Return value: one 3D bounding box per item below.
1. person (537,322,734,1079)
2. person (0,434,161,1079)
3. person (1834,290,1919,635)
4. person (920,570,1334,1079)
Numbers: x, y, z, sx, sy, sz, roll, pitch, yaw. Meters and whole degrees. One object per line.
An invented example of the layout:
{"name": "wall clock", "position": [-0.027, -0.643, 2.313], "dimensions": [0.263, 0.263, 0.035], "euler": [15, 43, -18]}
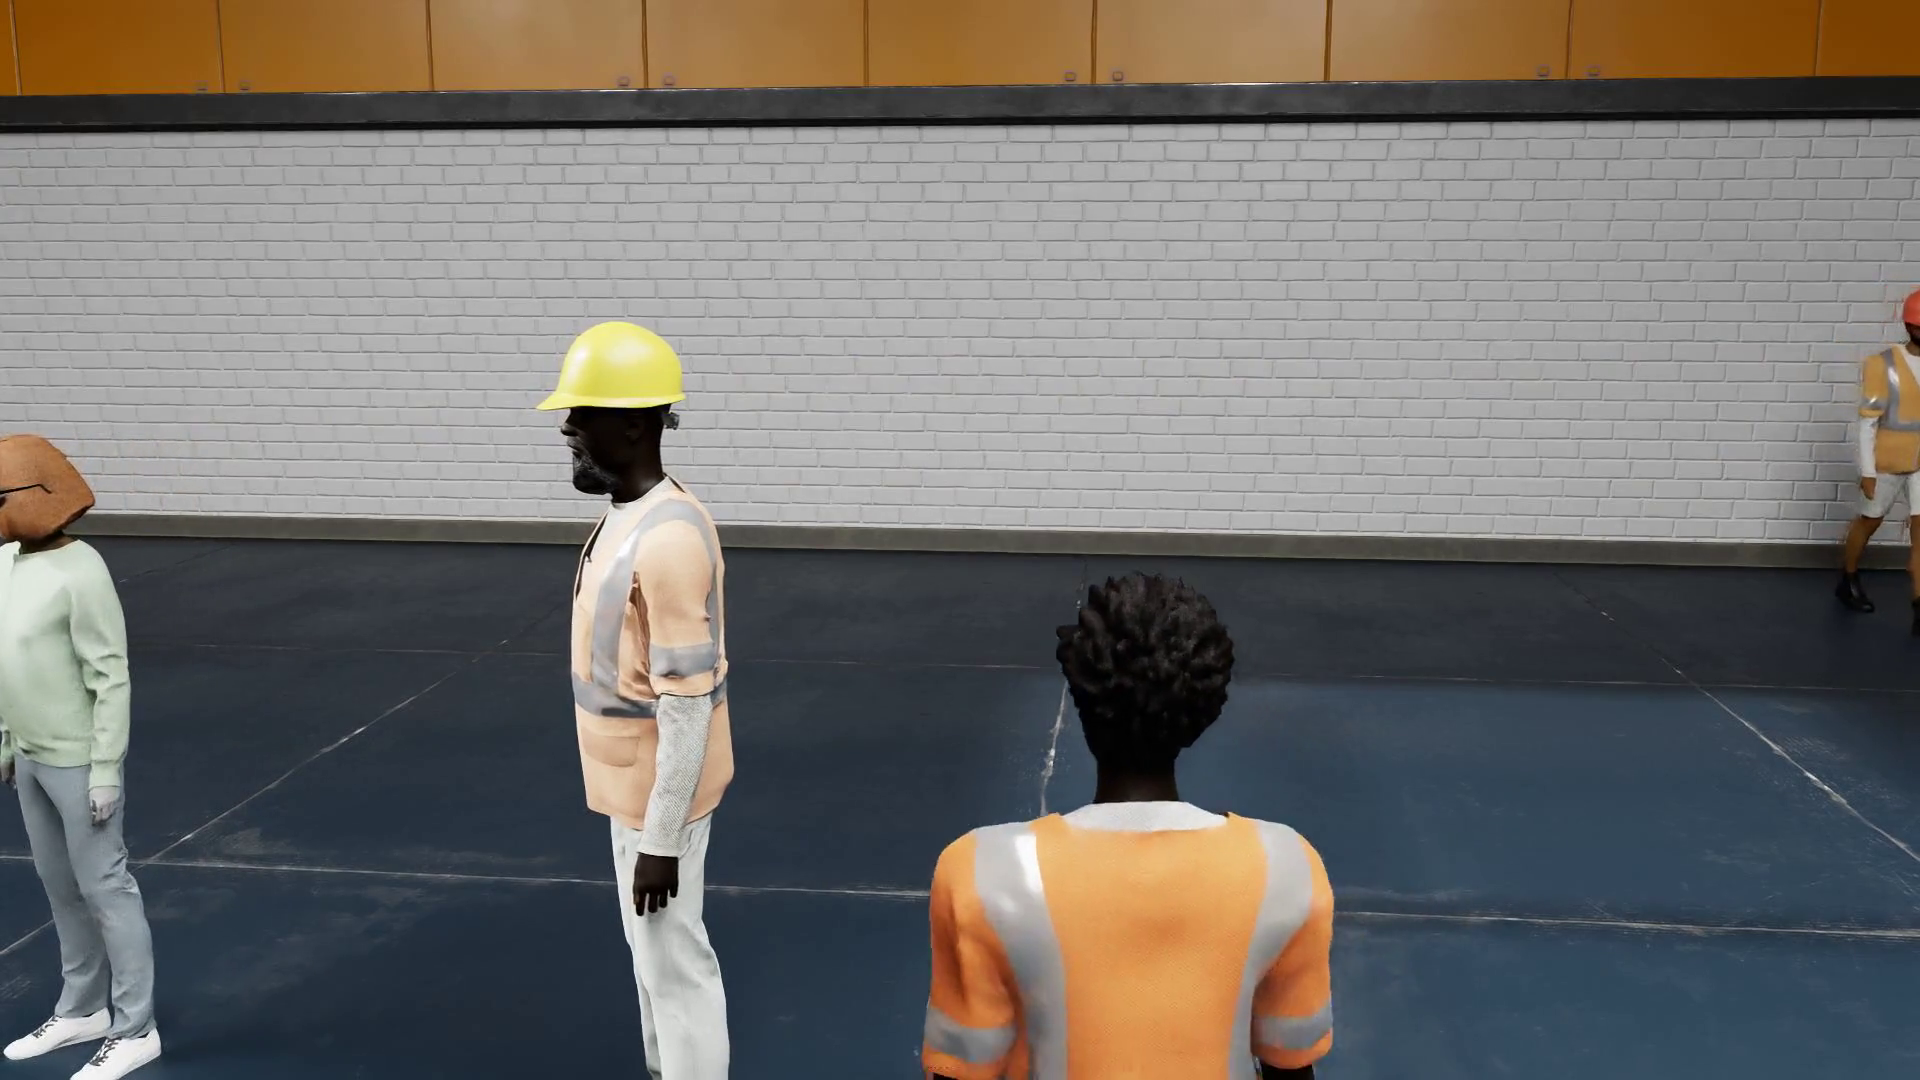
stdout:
{"name": "person", "position": [-0.668, 0.510, 3.512], "dimensions": [0.369, 1.928, 0.586], "euler": [-3, 10, -18]}
{"name": "person", "position": [-2.239, 0.548, 4.139], "dimensions": [0.507, 1.631, 0.267], "euler": [7, 12, 35]}
{"name": "person", "position": [5.202, -0.449, 9.189], "dimensions": [0.574, 1.874, 1.051], "euler": [1, 10, 5]}
{"name": "person", "position": [0.222, 0.879, 2.101], "dimensions": [0.543, 1.679, 0.432], "euler": [-2, 10, -12]}
